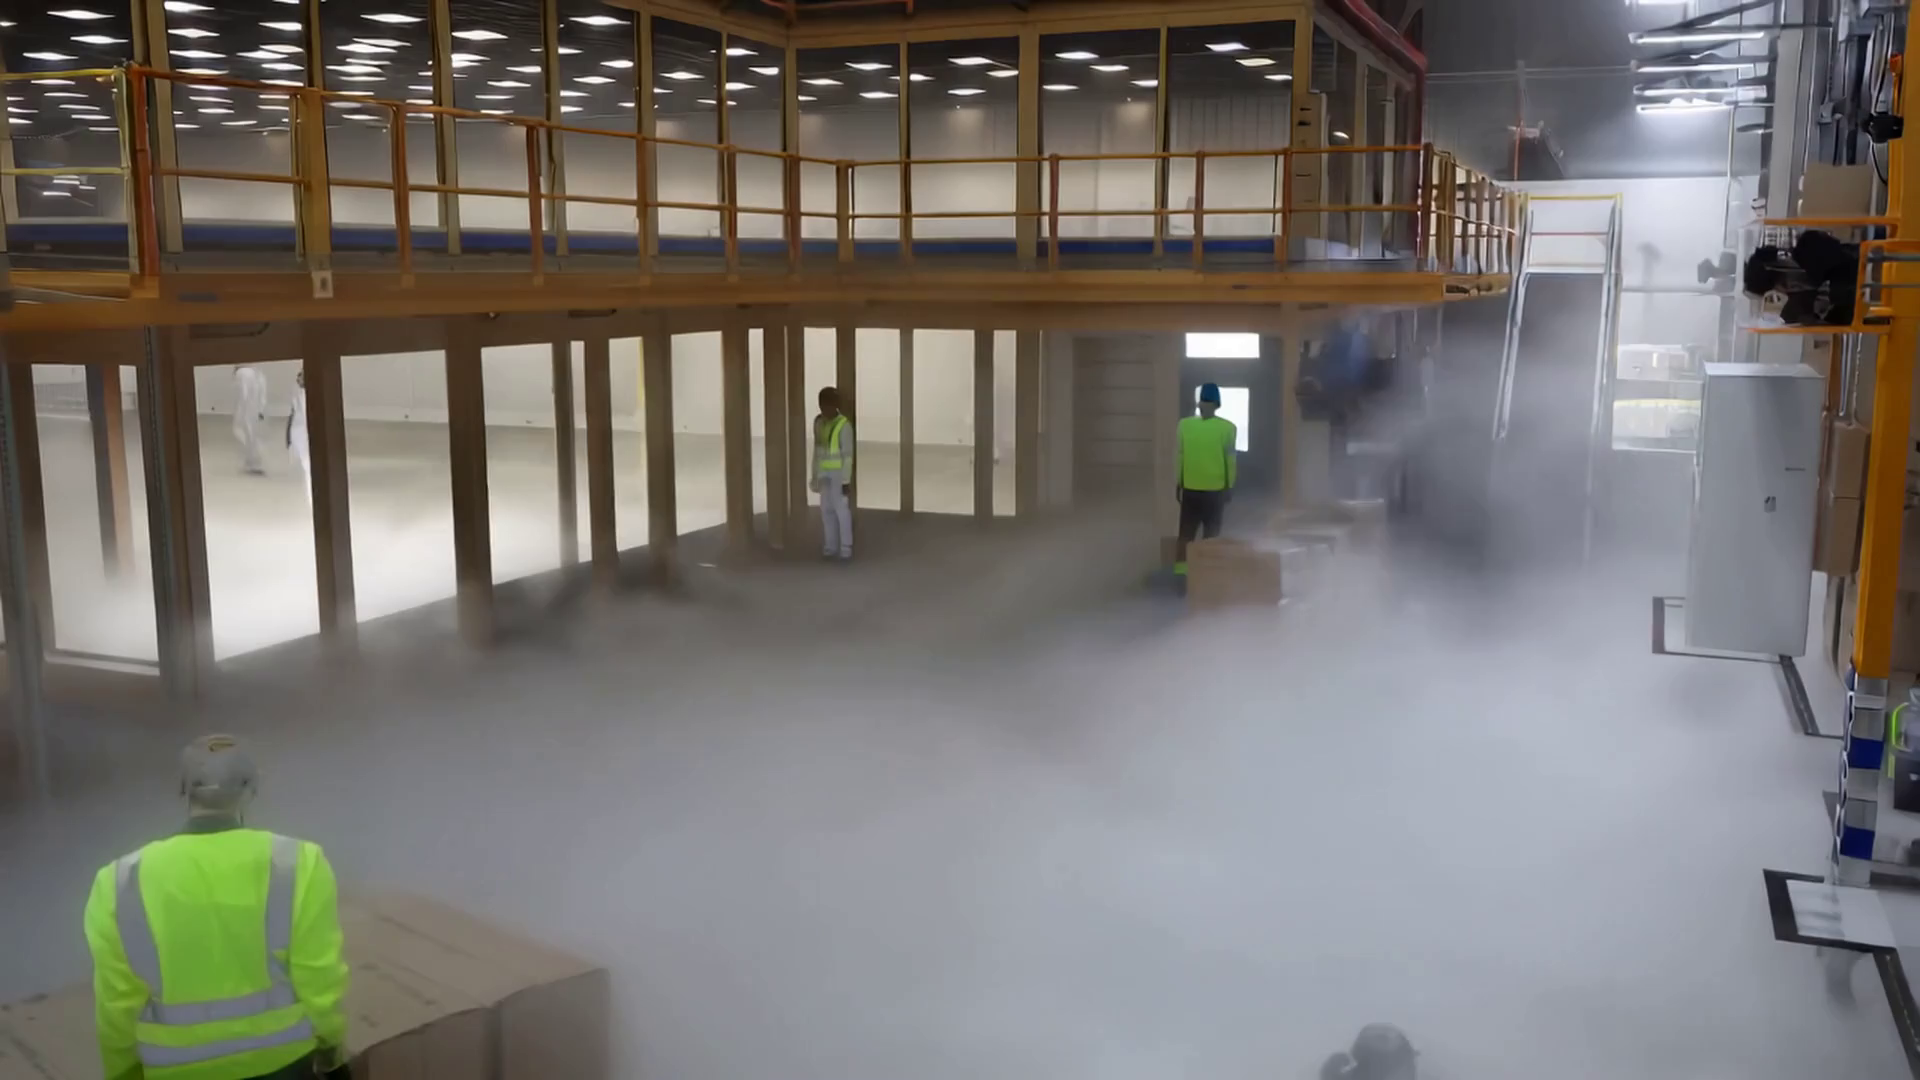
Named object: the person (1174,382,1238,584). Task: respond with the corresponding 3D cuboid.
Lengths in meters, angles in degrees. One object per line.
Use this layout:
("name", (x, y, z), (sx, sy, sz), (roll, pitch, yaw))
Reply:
("person", (2.396, -0.551, 16.232), (0.612, 1.986, 0.406), (1, 9, 7))

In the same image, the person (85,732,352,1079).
("person", (-1.966, 1.420, 4.501), (0.626, 1.846, 0.429), (-3, 10, -18))

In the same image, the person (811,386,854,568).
("person", (-1.317, -0.647, 17.160), (0.349, 1.877, 0.577), (-9, 13, -44))
